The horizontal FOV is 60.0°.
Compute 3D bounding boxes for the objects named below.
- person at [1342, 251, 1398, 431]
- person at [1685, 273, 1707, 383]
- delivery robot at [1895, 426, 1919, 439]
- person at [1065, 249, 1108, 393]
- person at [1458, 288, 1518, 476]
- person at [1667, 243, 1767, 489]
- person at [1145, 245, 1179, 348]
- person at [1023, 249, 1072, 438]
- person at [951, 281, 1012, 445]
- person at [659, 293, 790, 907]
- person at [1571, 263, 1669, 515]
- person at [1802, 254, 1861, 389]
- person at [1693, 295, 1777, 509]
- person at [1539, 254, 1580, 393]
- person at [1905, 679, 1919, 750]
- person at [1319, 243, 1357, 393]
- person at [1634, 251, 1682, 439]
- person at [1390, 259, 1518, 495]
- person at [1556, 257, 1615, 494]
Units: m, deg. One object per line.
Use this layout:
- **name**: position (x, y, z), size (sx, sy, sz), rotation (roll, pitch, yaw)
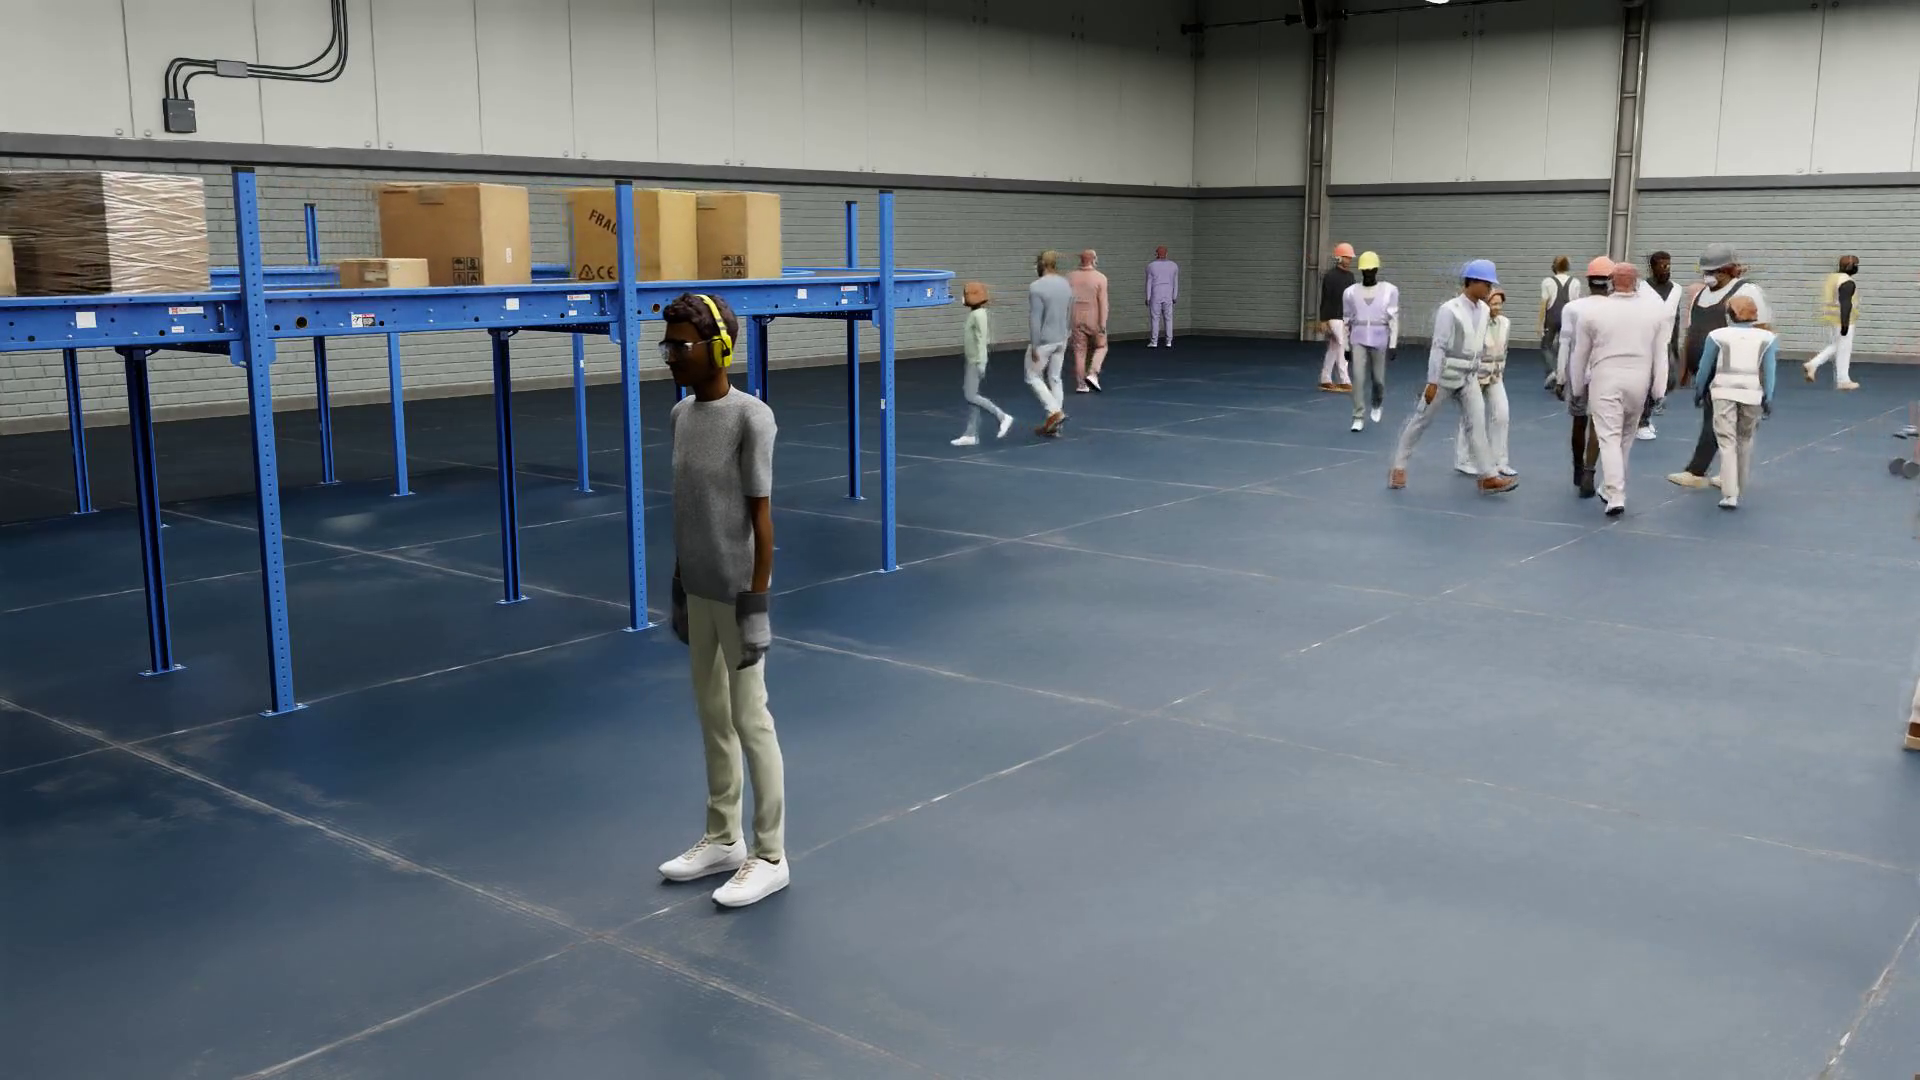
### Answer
- **person**: position (4.399, -2.145, 17.876), size (0.590, 1.899, 0.796), rotation (3, 11, 16)
- **person**: position (10.203, -2.952, 22.760), size (0.526, 1.757, 0.404), rotation (0, 10, -2)
- **delivery robot**: position (8.459, -0.983, 14.303), size (0.698, 0.223, 0.335), rotation (1, 10, 8)
- **person**: position (1.692, -2.889, 22.026), size (0.649, 1.895, 0.434), rotation (5, 12, 28)
- **person**: position (4.489, -1.331, 14.133), size (0.546, 1.607, 0.688), rotation (-4, 11, -23)
- **person**: position (6.086, -1.410, 13.527), size (0.905, 2.000, 0.701), rotation (-2, 10, -13)
- **person**: position (3.780, -4.576, 31.316), size (0.643, 1.913, 0.410), rotation (-2, 10, -13)
- **person**: position (0.914, -2.008, 17.043), size (0.467, 1.928, 0.625), rotation (10, 14, 44)
- **person**: position (0.198, -1.744, 16.441), size (0.523, 1.619, 0.504), rotation (-1, 10, -8)
- **person**: position (-0.735, 0.178, 5.117), size (0.314, 1.864, 0.519), rotation (-10, 14, -43)
- **person**: position (4.929, -1.138, 12.447), size (0.643, 1.856, 1.021), rotation (1, 10, 6)
- **person**: position (11.987, -2.984, 22.724), size (0.631, 1.828, 0.641), rotation (2, 10, 10)
- **person**: position (5.916, -1.070, 12.751), size (0.516, 1.596, 0.847), rotation (1, 10, 7)
- **person**: position (7.931, -2.861, 22.024), size (0.521, 1.831, 0.434), rotation (1, 10, 4)
- **person**: position (4.177, -0.131, 6.524), size (0.819, 1.962, 0.647), rotation (1, 10, 6)
- **person**: position (5.130, -2.941, 22.097), size (0.837, 1.961, 0.642), rotation (9, 13, 40)
- **person**: position (7.077, -1.987, 16.967), size (0.621, 1.905, 0.445), rotation (-3, 11, -15)
- **person**: position (3.942, -1.305, 13.352), size (0.670, 1.872, 1.082), rotation (-7, 12, -33)
- **person**: position (5.135, -1.336, 13.460), size (0.554, 1.882, 0.989), rotation (6, 12, 30)
